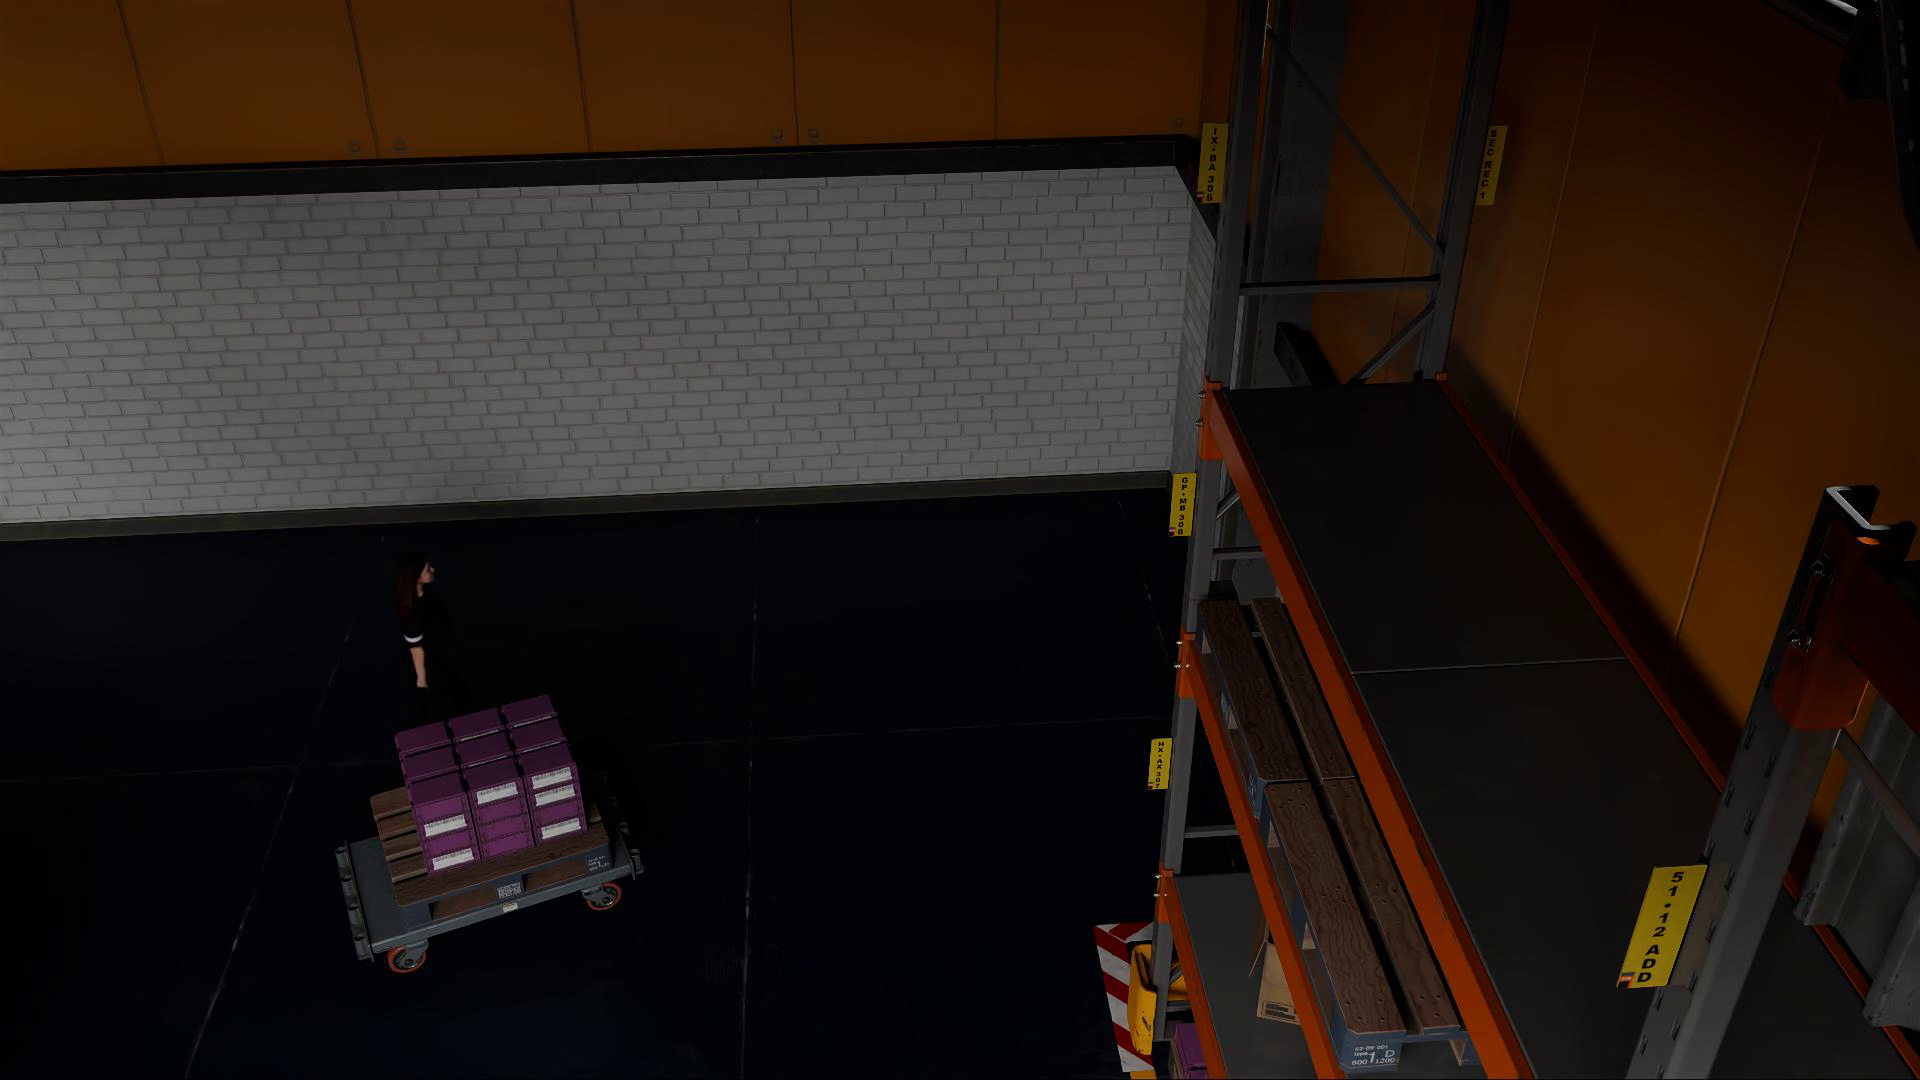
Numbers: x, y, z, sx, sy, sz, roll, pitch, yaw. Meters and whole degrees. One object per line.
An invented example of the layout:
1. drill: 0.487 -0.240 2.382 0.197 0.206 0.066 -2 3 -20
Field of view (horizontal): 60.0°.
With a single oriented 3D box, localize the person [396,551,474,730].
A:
1. person: -3.522 0.782 10.719 0.800 1.616 0.869 -12 36 -18
